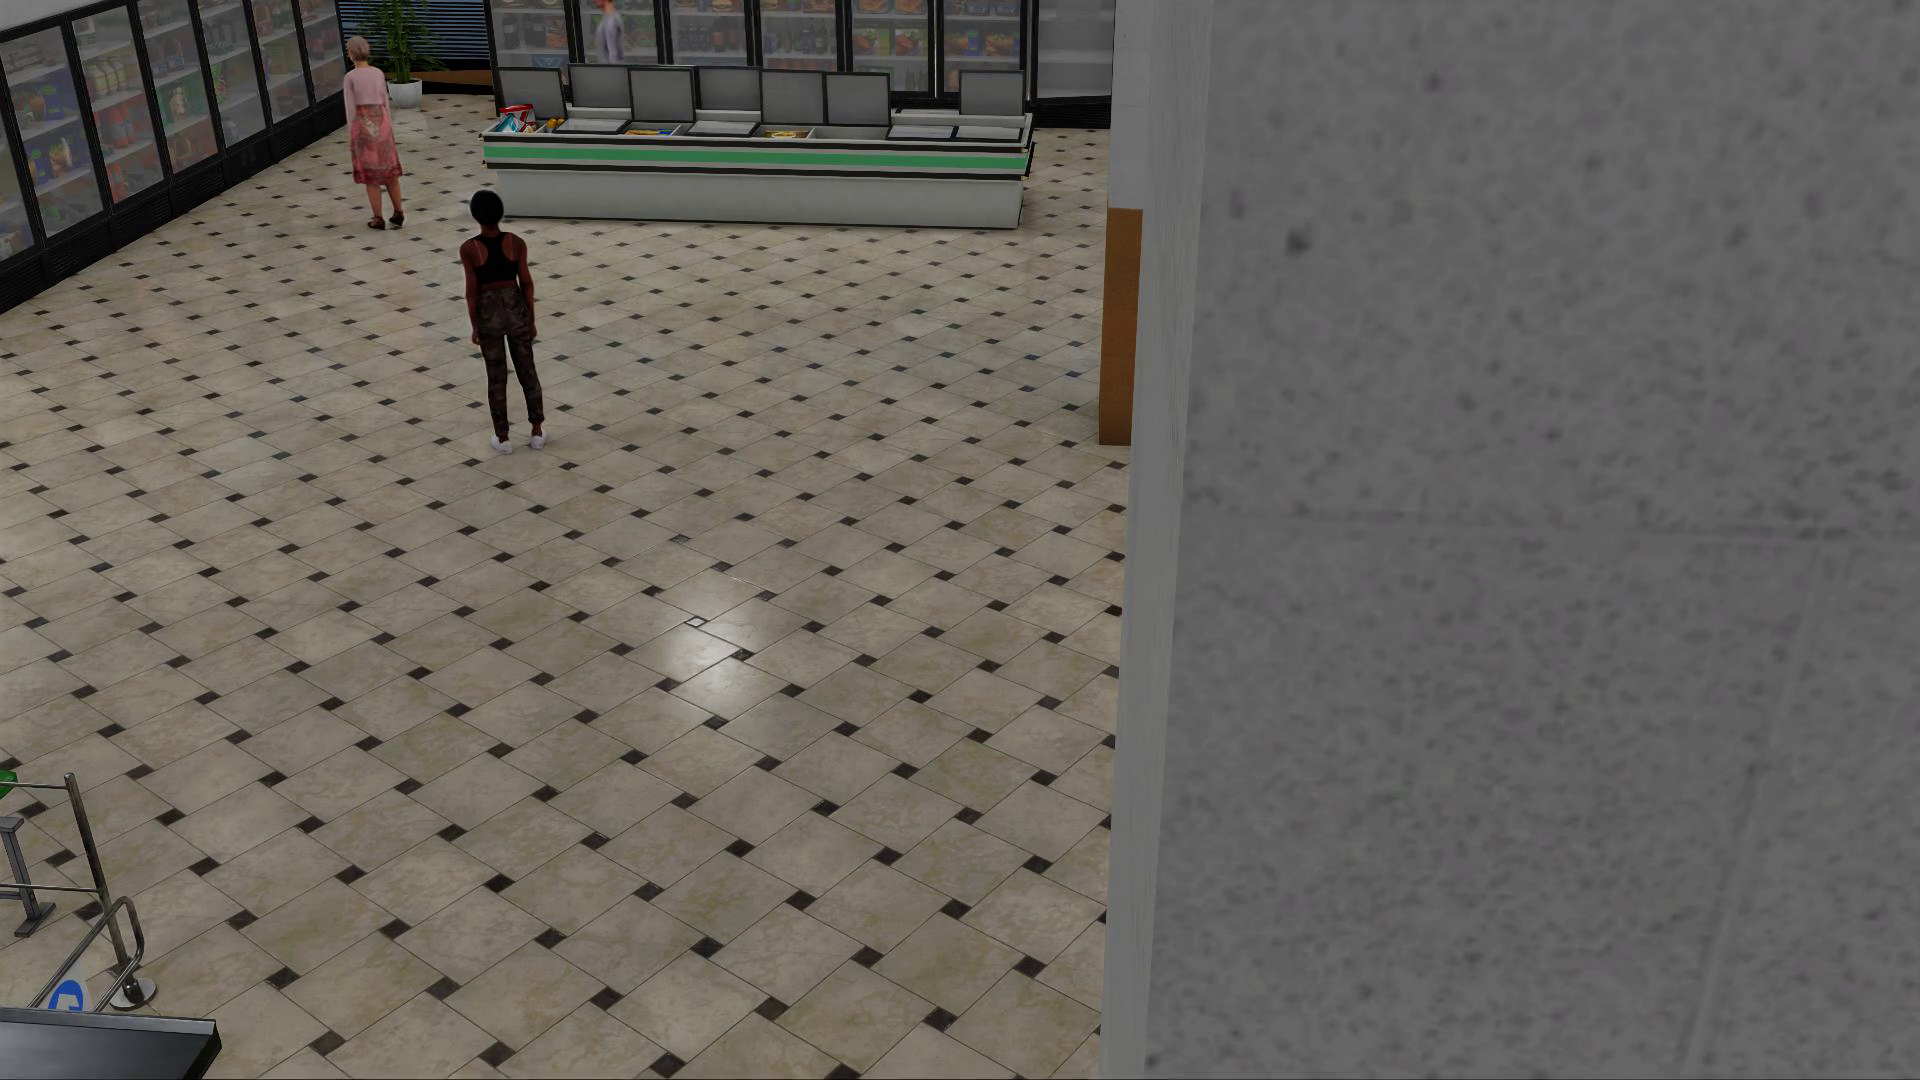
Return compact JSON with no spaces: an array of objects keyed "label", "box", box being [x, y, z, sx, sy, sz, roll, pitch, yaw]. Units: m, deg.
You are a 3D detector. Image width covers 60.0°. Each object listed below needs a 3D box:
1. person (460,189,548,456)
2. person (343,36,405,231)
[{"label":"person","box":[-2.846,-1.357,10.358,0.618,1.698,0.719,-11,29,-21]},{"label":"person","box":[-5.239,-3.622,14.834,0.737,1.690,0.700,21,33,35]}]
